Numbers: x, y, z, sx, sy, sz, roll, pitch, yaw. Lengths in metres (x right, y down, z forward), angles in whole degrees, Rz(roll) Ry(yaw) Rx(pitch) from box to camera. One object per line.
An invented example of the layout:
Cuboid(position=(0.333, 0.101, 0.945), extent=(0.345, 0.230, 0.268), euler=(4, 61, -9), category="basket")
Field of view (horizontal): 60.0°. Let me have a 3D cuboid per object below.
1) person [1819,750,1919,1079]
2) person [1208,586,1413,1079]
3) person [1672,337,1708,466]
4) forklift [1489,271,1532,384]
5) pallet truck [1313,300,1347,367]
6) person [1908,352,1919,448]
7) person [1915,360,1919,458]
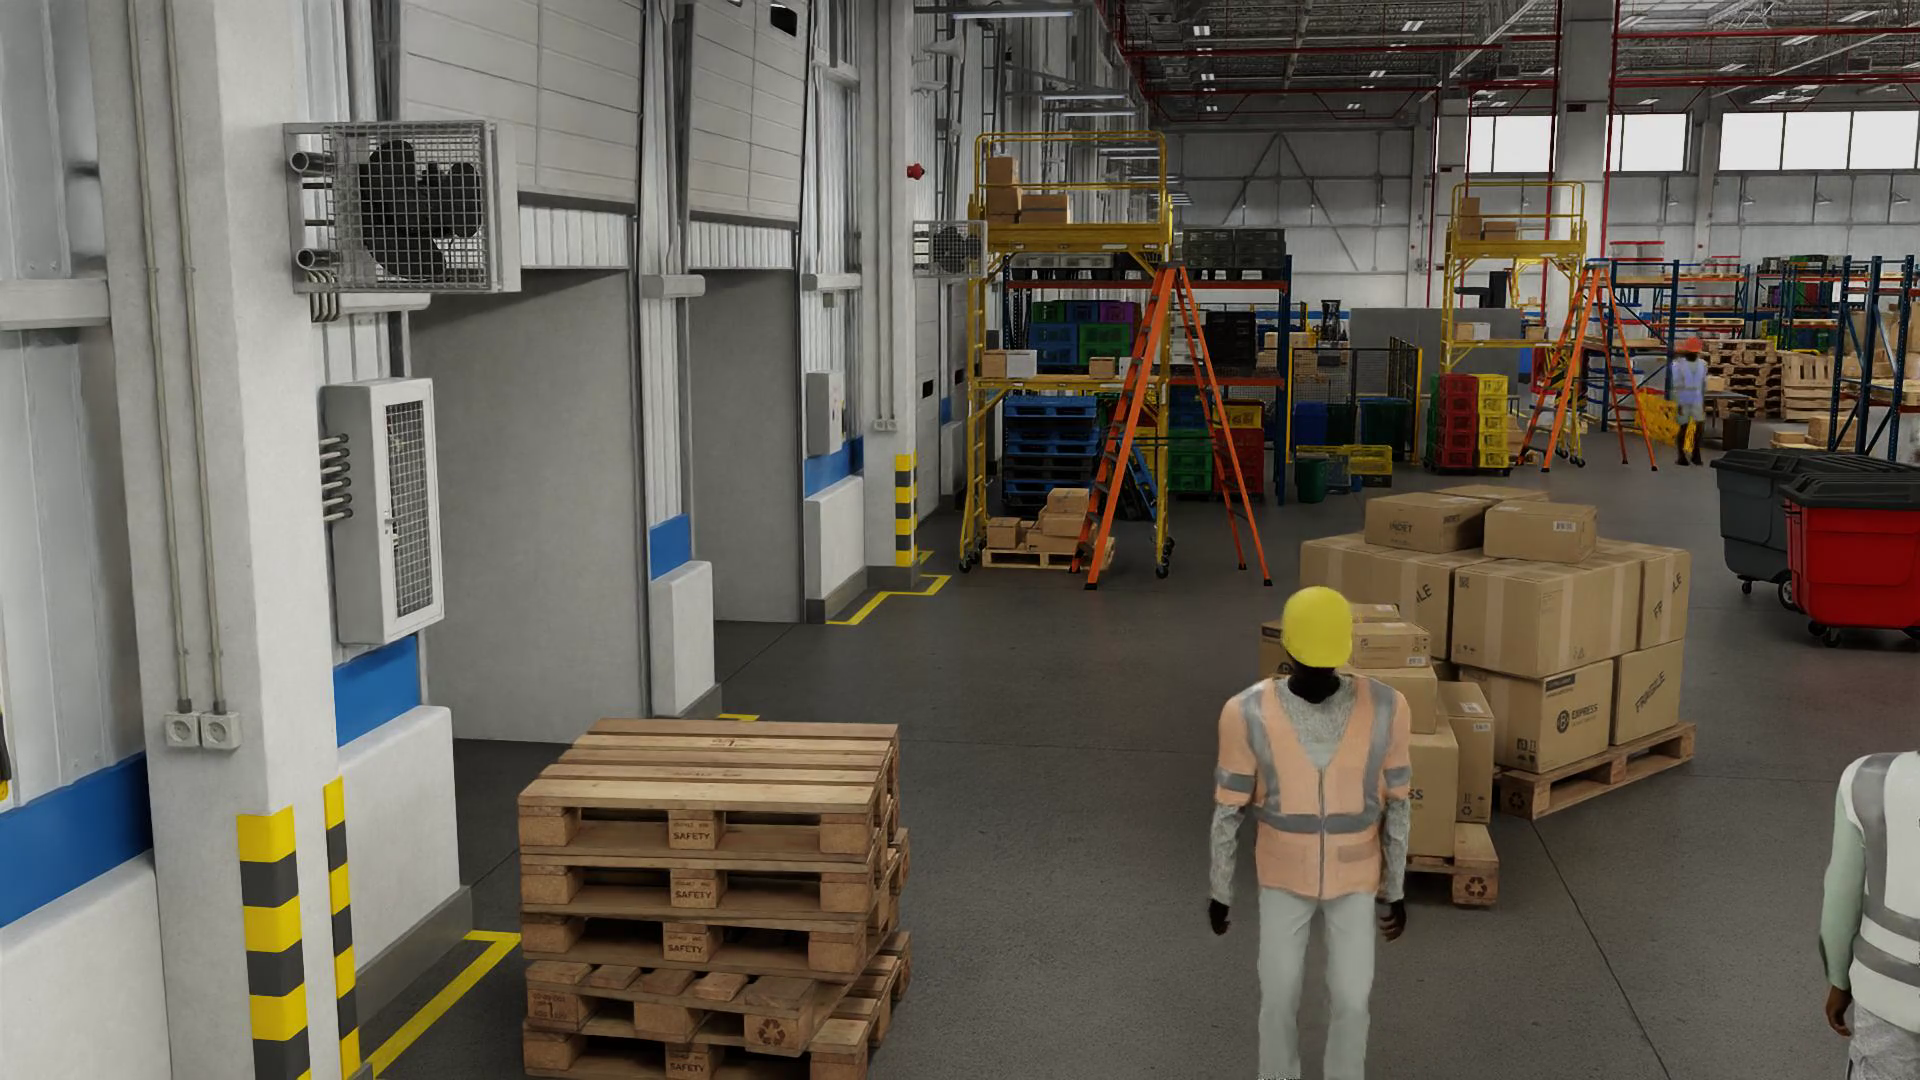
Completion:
Cuboid(position=(2.549, 1.192, 4.291), extent=(0.402, 1.943, 0.609), euler=(-8, 12, -41), category="person")
Cuboid(position=(1.089, 1.064, 5.222), extent=(0.617, 1.898, 0.461), euler=(1, 9, 9), category="person")
Cuboid(position=(10.589, -2.004, 24.166), extent=(0.541, 1.899, 0.585), euler=(0, 9, 0), category="person")
Cuboid(position=(13.422, -5.322, 41.591), extent=(1.873, 2.768, 1.129), euler=(1, 9, 9), category="forklift")
Cuboid(position=(11.159, -6.200, 49.718), extent=(0.823, 1.965, 1.885), euler=(4, 10, 26), category="pallet truck")
Cuboid(position=(15.511, -2.339, 26.728), extent=(0.327, 1.735, 0.486), euler=(5, 10, 27), category="person")
Cuboid(position=(14.550, -2.122, 24.819), extent=(0.788, 1.915, 0.633), euler=(-5, 10, -26), category="person")
